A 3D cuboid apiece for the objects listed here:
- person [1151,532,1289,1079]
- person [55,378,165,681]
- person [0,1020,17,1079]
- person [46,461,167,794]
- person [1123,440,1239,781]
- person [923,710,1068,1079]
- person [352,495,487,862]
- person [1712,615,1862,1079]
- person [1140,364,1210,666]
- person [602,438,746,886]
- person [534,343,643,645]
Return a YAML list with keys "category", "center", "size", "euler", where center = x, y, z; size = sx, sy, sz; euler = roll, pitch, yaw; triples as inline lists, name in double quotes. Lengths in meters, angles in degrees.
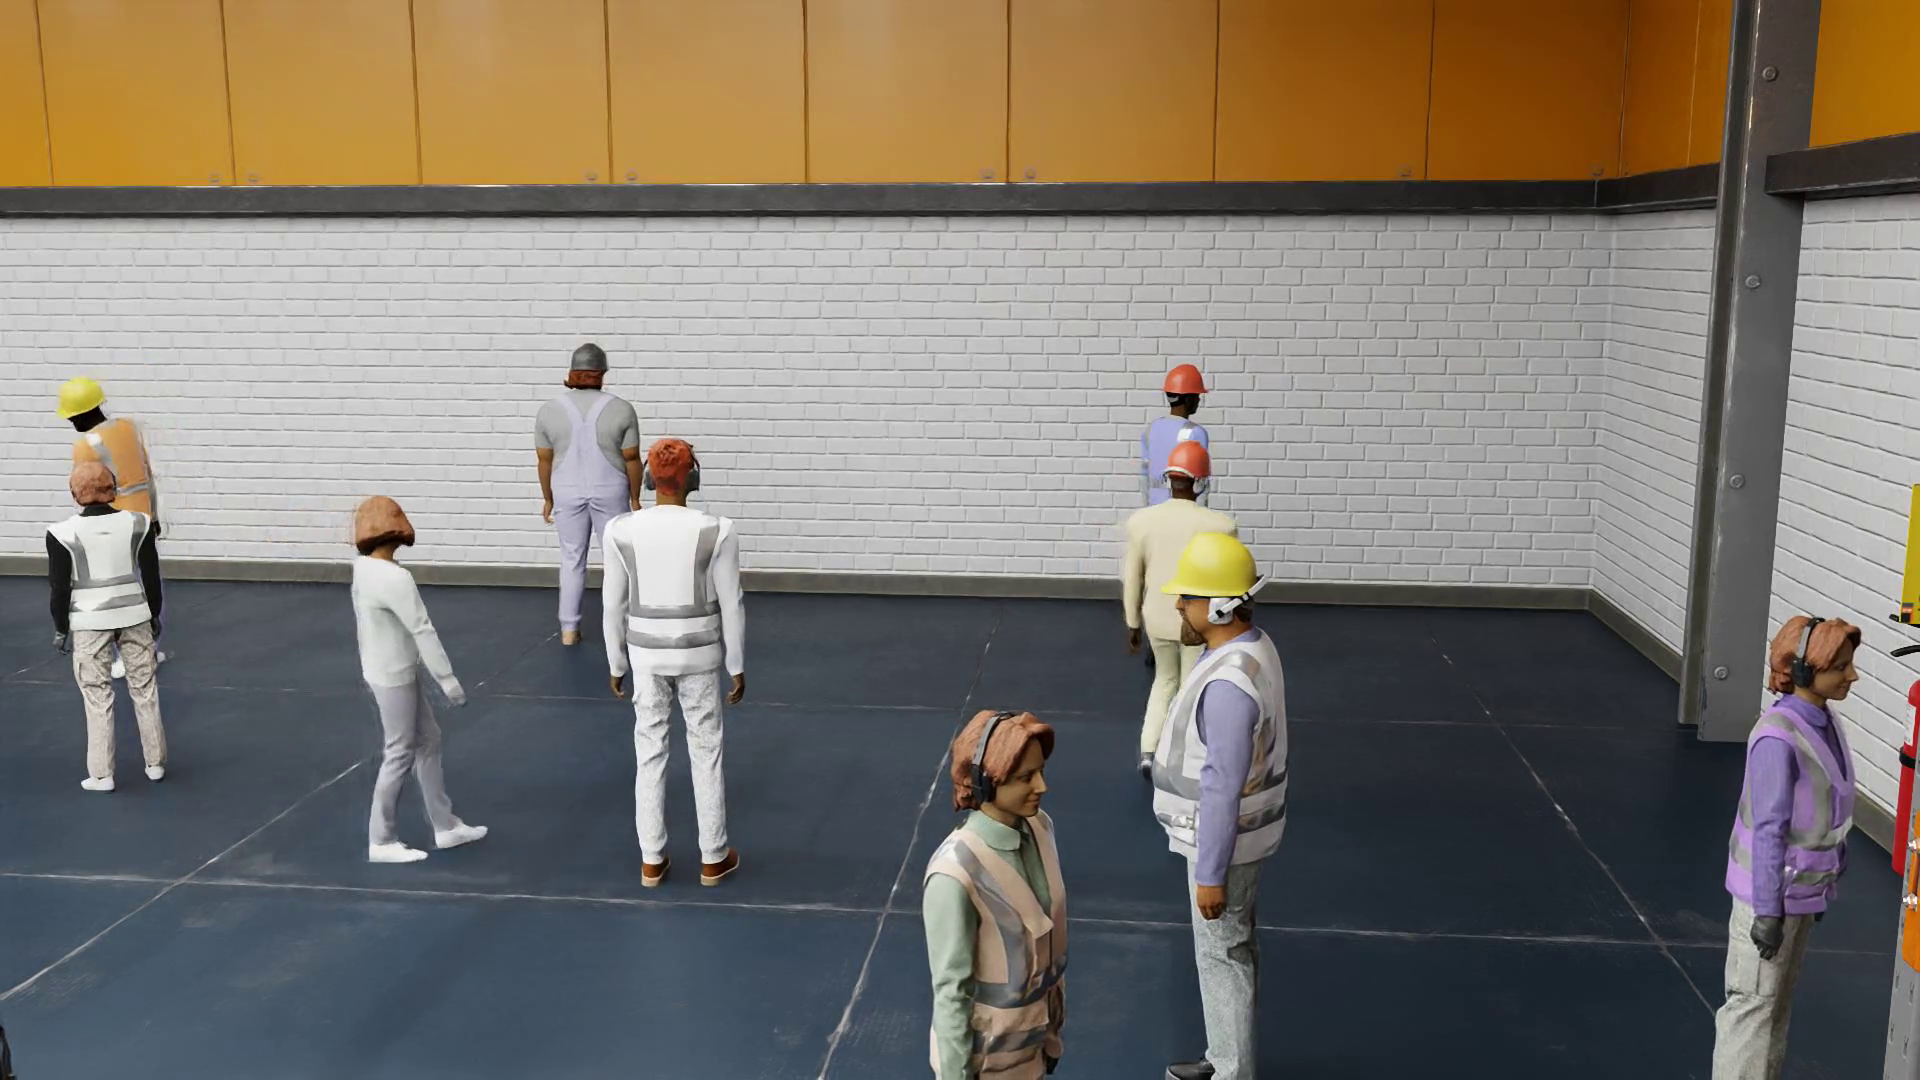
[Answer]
- category: "person"
  center: [0.778, 0.878, 5.023]
  size: [0.404, 1.824, 0.586]
  euler: [3, 10, 15]
- category: "person"
  center: [-5.259, -0.088, 10.405]
  size: [0.378, 1.877, 0.698]
  euler: [2, 10, 12]
- category: "person"
  center: [-1.214, 1.388, 2.034]
  size: [0.428, 1.842, 0.631]
  euler: [9, 14, 43]
- category: "person"
  center: [-4.163, 0.423, 8.141]
  size: [0.513, 1.639, 0.311]
  euler: [-9, 14, -43]
- category: "person"
  center: [1.104, 0.381, 8.088]
  size: [0.572, 1.736, 0.368]
  euler: [6, 11, 30]
- category: "person"
  center: [0.084, 1.183, 3.789]
  size: [0.306, 1.639, 0.523]
  euler: [5, 11, 26]
- category: "person"
  center: [-2.348, 0.609, 7.190]
  size: [0.542, 1.614, 0.567]
  euler: [-5, 11, -26]
- category: "person"
  center: [2.354, 1.015, 4.746]
  size: [0.315, 1.641, 0.514]
  euler: [8, 13, 40]
- category: "person"
  center: [1.377, -0.136, 10.487]
  size: [0.379, 1.938, 0.547]
  euler: [-7, 12, -36]
- category: "person"
  center: [-1.180, 0.512, 6.926]
  size: [0.584, 1.883, 0.337]
  euler: [0, 10, 2]
- category: "person"
  center: [-2.476, -0.313, 11.206]
  size: [0.696, 2.000, 0.538]
  euler: [-1, 10, -4]
